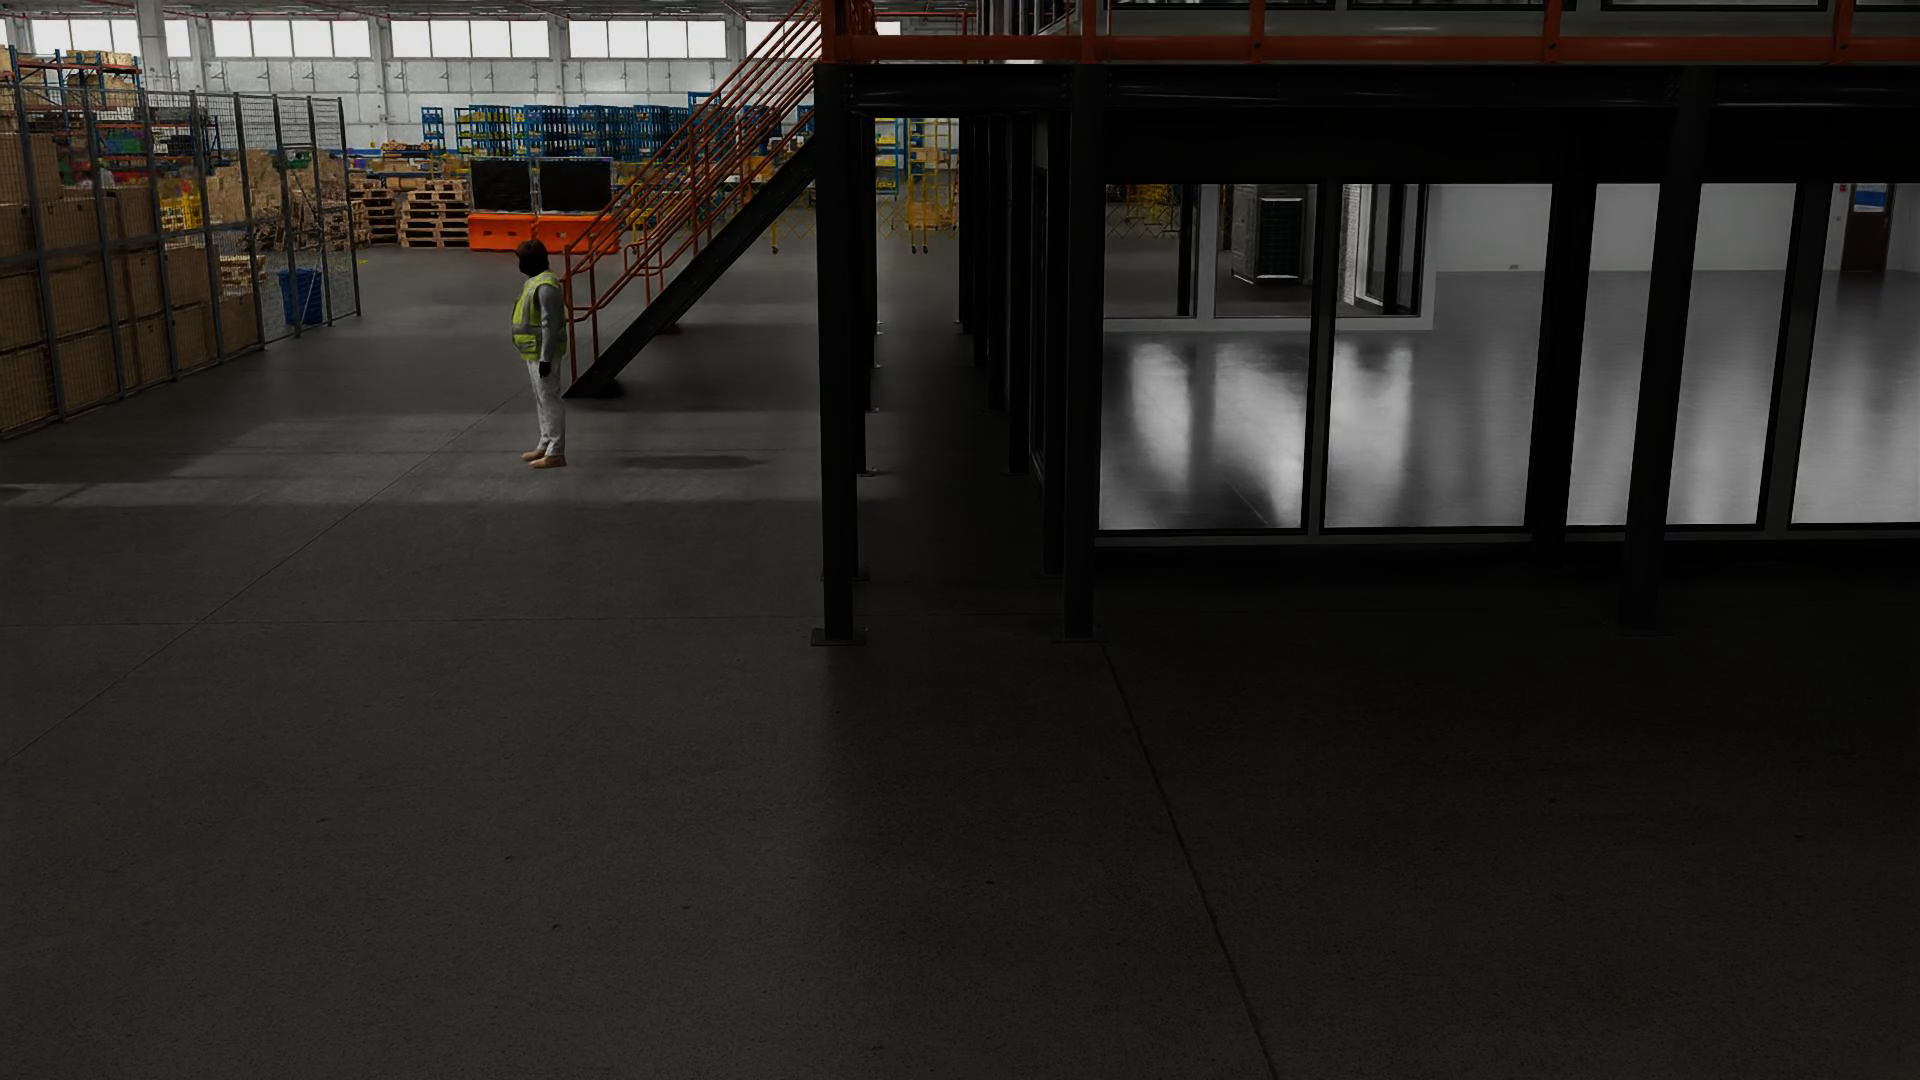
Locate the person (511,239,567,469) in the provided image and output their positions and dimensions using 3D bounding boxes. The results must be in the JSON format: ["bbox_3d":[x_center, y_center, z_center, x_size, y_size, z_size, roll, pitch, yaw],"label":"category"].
[{"bbox_3d":[-3.394,-1.502,13.454,0.429,1.839,0.623,-6,15,-22],"label":"person"}]

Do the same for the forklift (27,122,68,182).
[{"bbox_3d":[-35.376,-14.773,64.377,1.129,2.768,1.873,-1,14,-2],"label":"forklift"}]

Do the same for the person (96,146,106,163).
[{"bbox_3d":[-35.711,-15.396,68.843,0.635,1.913,0.832,4,15,17],"label":"person"}]

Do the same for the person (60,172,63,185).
[{"bbox_3d":[-17.745,-6.379,32.917,0.385,1.854,0.552,-10,17,-36],"label":"person"}]

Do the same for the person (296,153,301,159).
[{"bbox_3d":[-24.931,-13.773,62.862,0.532,1.651,0.887,-5,15,-19],"label":"person"}]

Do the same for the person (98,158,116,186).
[{"bbox_3d":[-23.981,-9.786,46.599,0.601,1.811,0.720,0,14,1],"label":"person"}]

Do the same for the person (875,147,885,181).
[{"bbox_3d":[-3.521,-16.068,71.775,0.947,1.789,0.602,9,17,31],"label":"person"}]

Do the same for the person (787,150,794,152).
[{"bbox_3d":[-7.517,-16.739,74.208,0.406,1.911,0.638,3,14,13],"label":"person"}]

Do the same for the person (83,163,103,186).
[{"bbox_3d":[-16.808,-6.360,32.539,0.987,1.996,0.654,-10,17,-35],"label":"person"}]

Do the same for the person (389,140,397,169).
[{"bbox_3d":[-27.968,-18.768,82.159,0.609,1.986,0.392,13,19,42],"label":"person"}]

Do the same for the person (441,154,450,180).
[{"bbox_3d":[-17.149,-12.011,55.601,0.312,1.768,0.522,-2,14,-9],"label":"person"}]
